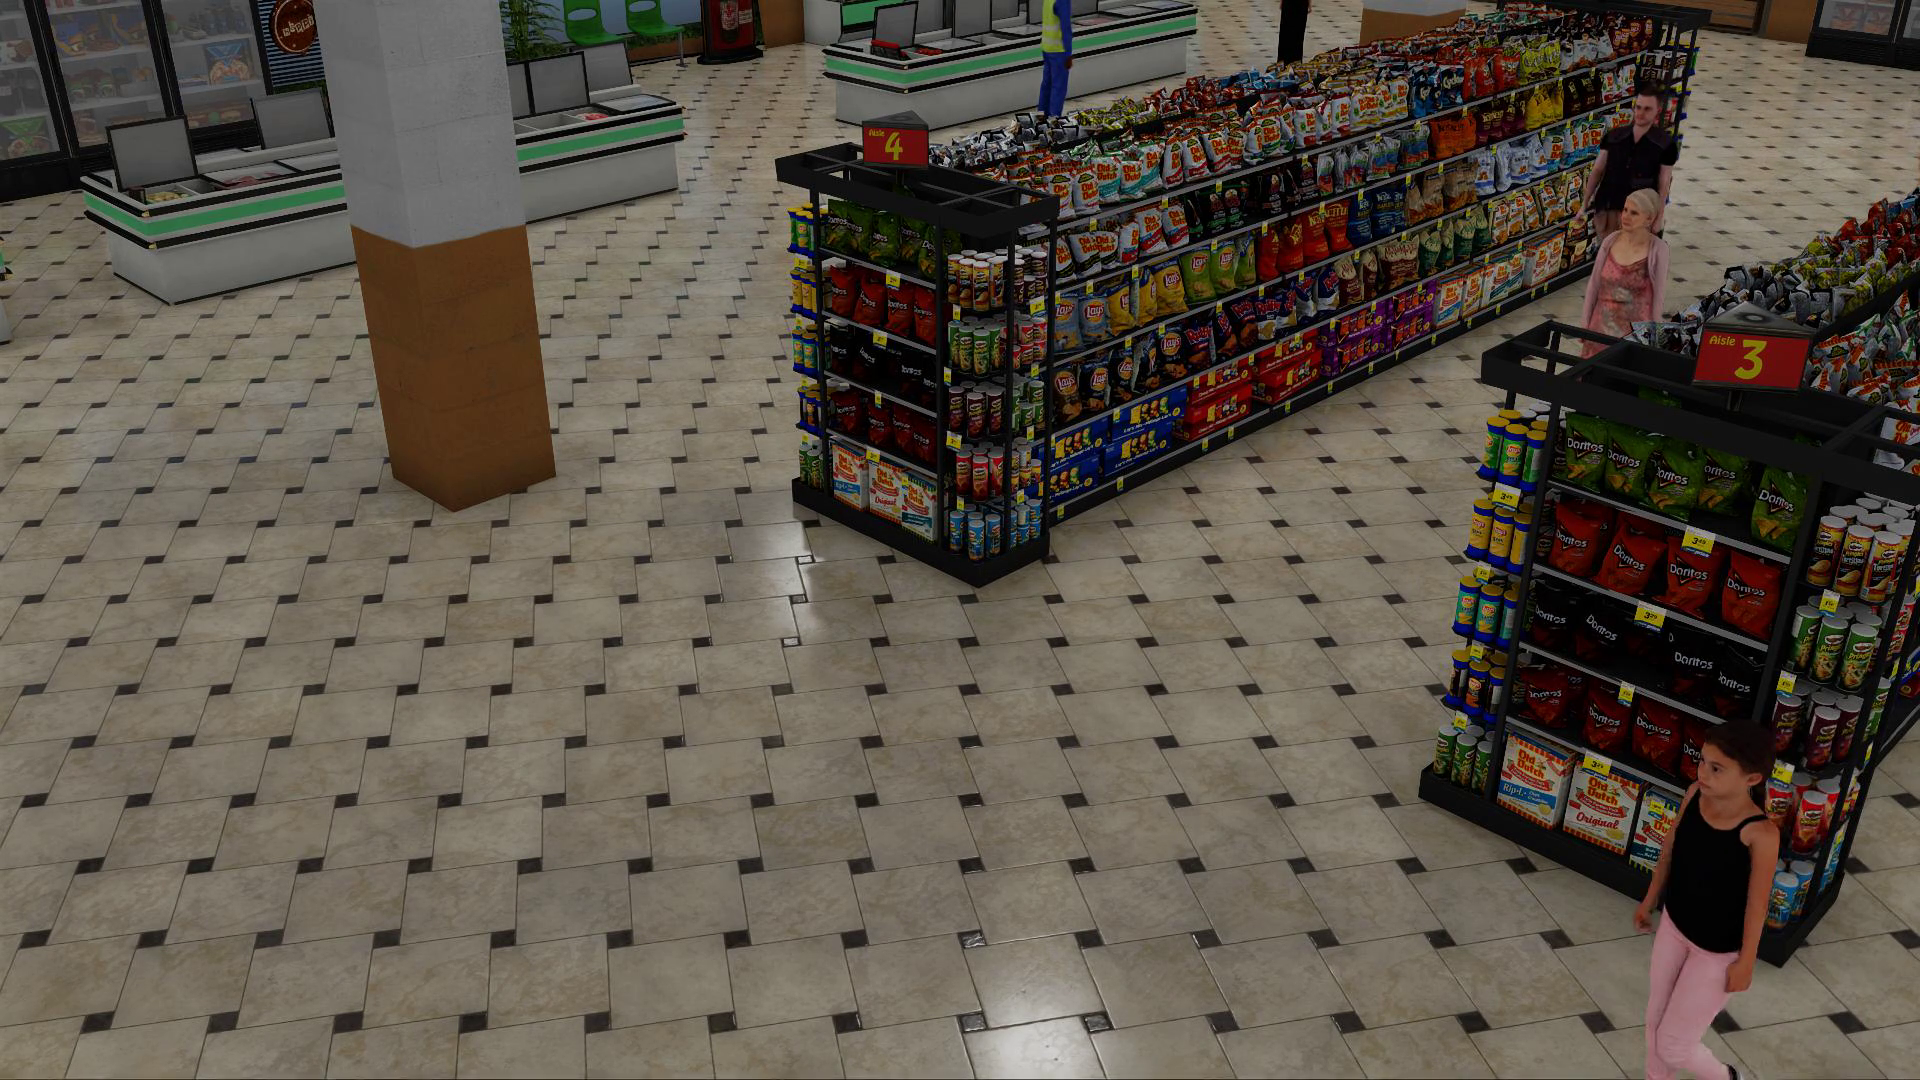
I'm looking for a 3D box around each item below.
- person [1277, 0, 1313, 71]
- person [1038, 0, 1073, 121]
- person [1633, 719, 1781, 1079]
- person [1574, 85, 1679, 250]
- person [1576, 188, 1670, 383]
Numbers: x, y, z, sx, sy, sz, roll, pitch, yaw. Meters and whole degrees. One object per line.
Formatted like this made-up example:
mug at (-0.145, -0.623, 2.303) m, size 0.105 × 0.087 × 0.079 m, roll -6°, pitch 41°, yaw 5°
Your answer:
person at (4.116, -6.583, 20.453) m, size 0.618 × 1.604 × 0.574 m, roll 16°, pitch 31°, yaw 29°
person at (1.004, -5.115, 17.332) m, size 0.751 × 1.809 × 0.745 m, roll -7°, pitch 28°, yaw -13°
person at (2.349, 1.216, 5.135) m, size 0.750 × 1.550 × 0.675 m, roll -10°, pitch 28°, yaw -18°
person at (4.755, -2.310, 11.826) m, size 0.688 × 1.785 × 1.156 m, roll 24°, pitch 36°, yaw 39°
person at (3.908, -1.255, 9.850) m, size 0.622 × 1.691 × 0.611 m, roll 18°, pitch 32°, yaw 32°
